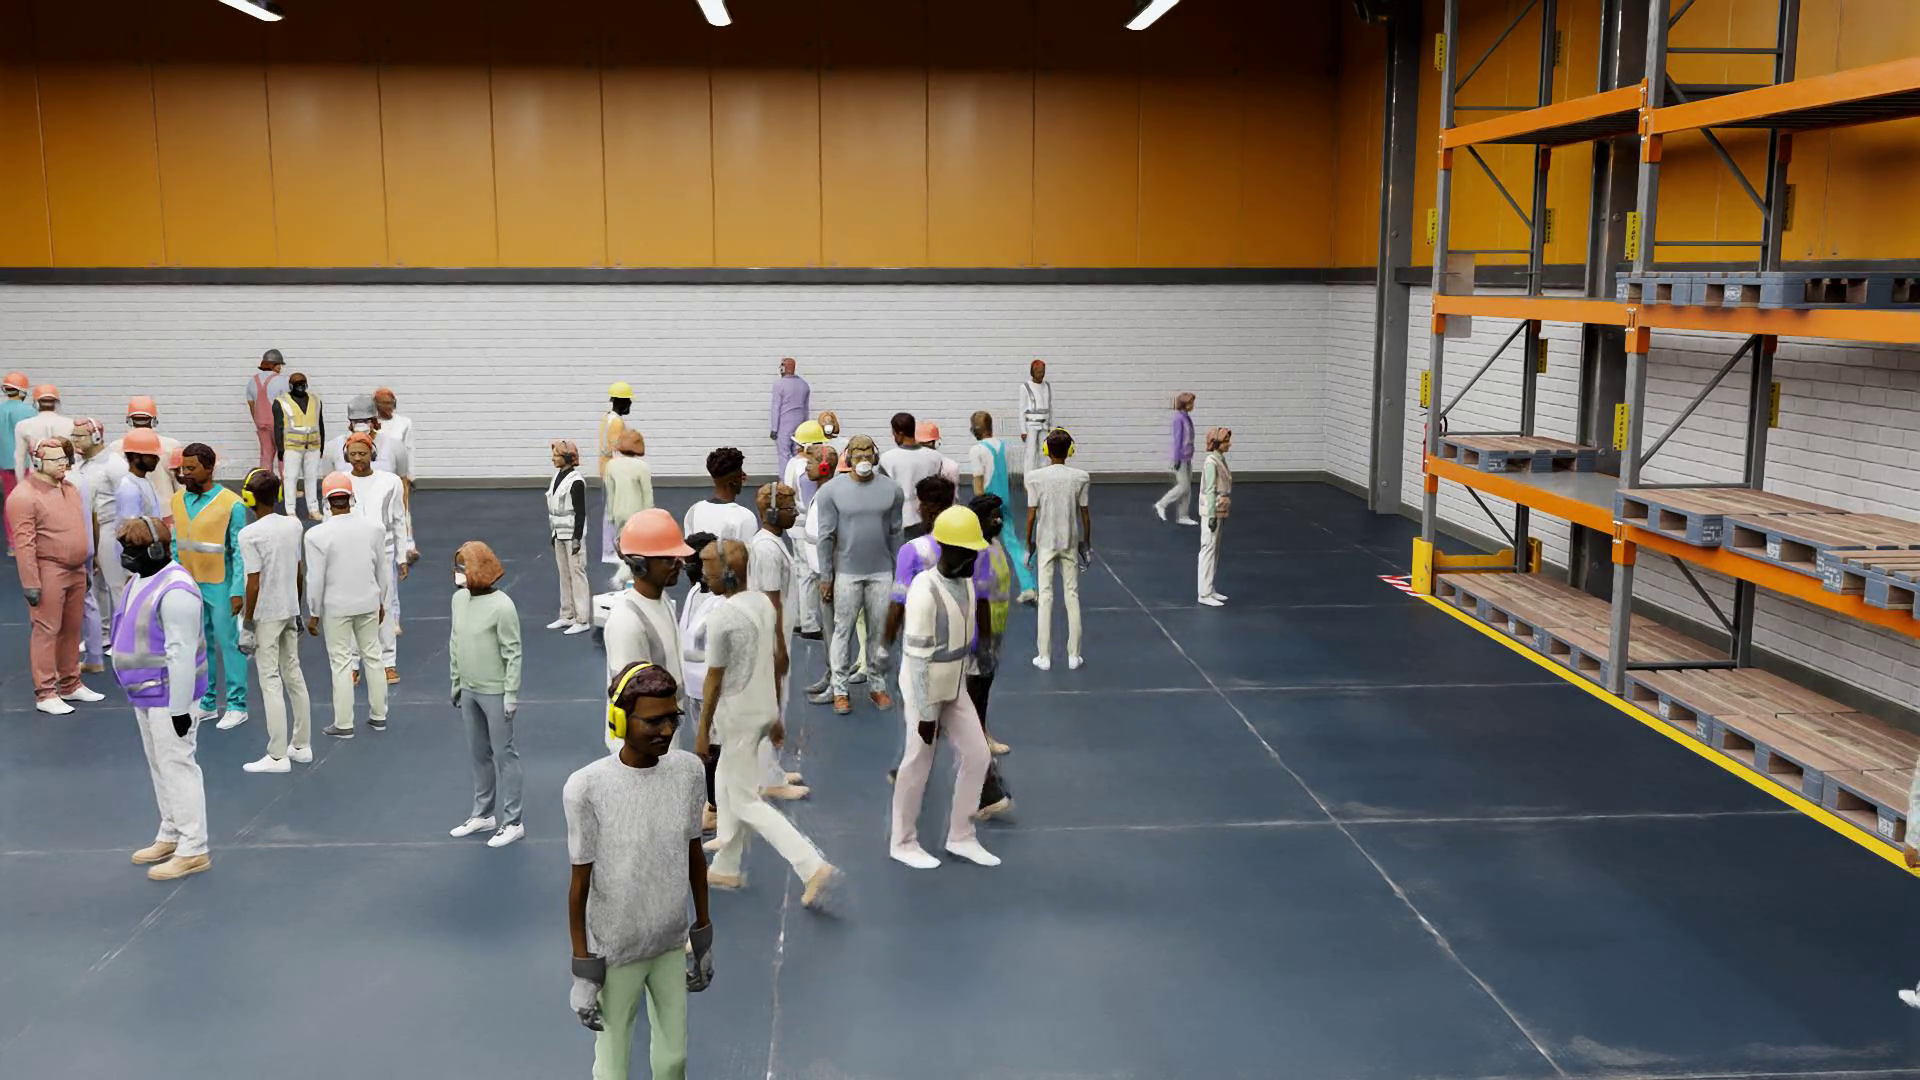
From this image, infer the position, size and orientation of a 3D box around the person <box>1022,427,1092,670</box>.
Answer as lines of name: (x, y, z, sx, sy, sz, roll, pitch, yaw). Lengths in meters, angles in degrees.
person: (0.746, 0.066, 12.779, 0.535, 1.869, 0.312, -1, 9, -4)

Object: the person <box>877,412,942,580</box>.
person: (-0.415, -0.133, 13.973, 0.605, 1.889, 0.630, -6, 11, -32)

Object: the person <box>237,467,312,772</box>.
person: (-4.203, 0.487, 10.147, 0.328, 1.869, 0.512, 3, 9, 16)

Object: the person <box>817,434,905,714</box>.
person: (-0.677, 0.232, 11.520, 0.637, 1.938, 0.355, -3, 10, -20)

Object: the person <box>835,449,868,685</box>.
person: (-0.774, 0.193, 12.344, 0.342, 1.748, 0.573, -1, 9, -4)

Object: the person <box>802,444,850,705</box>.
person: (-0.918, 0.237, 11.775, 0.390, 1.848, 0.563, -2, 9, -10)

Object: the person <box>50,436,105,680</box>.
person: (-6.669, 0.135, 12.466, 0.347, 1.836, 0.518, 3, 9, 17)

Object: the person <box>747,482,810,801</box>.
person: (-1.065, 0.580, 9.628, 0.332, 1.844, 0.517, -2, 9, -13)

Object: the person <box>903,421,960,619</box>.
person: (-0.280, -0.168, 14.608, 0.562, 1.752, 0.327, 2, 9, 15)

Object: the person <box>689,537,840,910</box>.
person: (-0.964, 0.878, 7.925, 0.855, 1.809, 0.498, 3, 10, 20)

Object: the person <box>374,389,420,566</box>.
person: (-5.931, -0.641, 17.314, 0.605, 1.831, 0.989, -6, 11, -32)

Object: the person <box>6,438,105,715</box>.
person: (-6.267, 0.241, 11.566, 0.408, 1.906, 0.654, 1, 9, 5)

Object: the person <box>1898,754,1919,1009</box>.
person: (3.965, 1.155, 6.459, 0.496, 1.718, 0.791, -1, 9, -6)

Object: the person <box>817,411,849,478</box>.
person: (-1.366, -0.516, 17.163, 0.504, 1.636, 0.280, -1, 9, -6)

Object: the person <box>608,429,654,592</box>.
person: (-3.072, -0.208, 15.312, 0.500, 1.616, 0.541, 5, 10, 28)

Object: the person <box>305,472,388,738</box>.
person: (-4.031, 0.421, 10.928, 0.339, 1.746, 0.562, 8, 12, 42)

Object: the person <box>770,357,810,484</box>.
person: (-2.369, -1.564, 22.939, 0.404, 1.899, 0.633, 8, 12, 40)

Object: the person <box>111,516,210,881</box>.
person: (-4.028, 0.784, 8.399, 0.429, 1.836, 0.629, -8, 12, -41)

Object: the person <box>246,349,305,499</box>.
person: (-9.270, -1.582, 22.592, 0.672, 2.000, 0.536, 3, 9, 18)

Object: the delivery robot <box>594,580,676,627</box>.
delivery robot: (-2.629, 0.570, 13.435, 0.707, 0.478, 0.477, 7, 11, 36)

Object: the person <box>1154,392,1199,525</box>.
person: (2.650, -0.982, 20.109, 0.435, 1.622, 0.530, 4, 10, 21)

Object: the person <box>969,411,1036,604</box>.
person: (0.330, -0.301, 15.357, 0.561, 1.788, 0.999, -9, 13, -44)

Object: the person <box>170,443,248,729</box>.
person: (-5.022, 0.302, 11.147, 0.591, 1.920, 0.393, 3, 10, 18)

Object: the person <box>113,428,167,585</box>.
person: (-5.961, 0.141, 12.157, 0.404, 1.922, 0.558, -3, 10, -18)

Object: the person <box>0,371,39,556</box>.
person: (-10.117, -0.816, 17.928, 0.623, 1.992, 0.396, 0, 9, 1)

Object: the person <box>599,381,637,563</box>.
person: (-3.603, -0.714, 17.564, 0.423, 1.913, 0.602, -2, 9, -14)

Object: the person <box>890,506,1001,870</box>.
person: (-0.065, 0.756, 8.357, 0.717, 1.887, 0.612, 5, 10, 28)

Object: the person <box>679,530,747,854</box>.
person: (-1.311, 0.791, 8.760, 0.316, 1.698, 0.541, -5, 11, -31)

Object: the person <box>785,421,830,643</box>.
person: (-1.241, -0.072, 13.762, 0.404, 1.830, 0.603, -3, 10, -20)

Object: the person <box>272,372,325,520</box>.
person: (-8.088, -1.139, 20.434, 0.626, 1.843, 0.430, -9, 12, -43)

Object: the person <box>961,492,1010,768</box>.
person: (0.153, 0.546, 10.304, 0.315, 1.695, 0.541, 3, 9, 17)

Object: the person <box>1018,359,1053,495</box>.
person: (1.049, -1.539, 22.844, 0.586, 1.879, 0.356, -8, 12, -40)

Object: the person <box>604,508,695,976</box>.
person: (-1.314, 0.876, 7.151, 0.396, 2.044, 0.609, 0, 9, 3)

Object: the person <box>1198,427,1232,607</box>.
person: (2.345, -0.220, 15.297, 0.312, 1.639, 0.520, 3, 9, 17)

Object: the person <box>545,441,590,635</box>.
person: (-3.316, -0.027, 14.082, 0.308, 1.641, 0.514, -7, 12, -38)

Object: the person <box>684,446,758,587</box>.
person: (-1.453, 0.388, 10.446, 0.614, 1.965, 0.361, 8, 12, 39)

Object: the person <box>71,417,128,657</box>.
person: (-6.868, -0.026, 13.241, 0.643, 1.908, 0.399, 4, 10, 25)

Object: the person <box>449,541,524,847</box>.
person: (-2.528, 0.811, 8.841, 0.507, 1.632, 0.268, 7, 11, 36)

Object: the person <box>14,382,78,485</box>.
person: (-8.975, -0.573, 16.456, 0.621, 1.978, 0.679, -6, 11, -33)

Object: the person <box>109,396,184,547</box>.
person: (-6.978, -0.243, 14.326, 0.615, 1.994, 0.381, -5, 10, -27)

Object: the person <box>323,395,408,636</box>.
person: (-4.937, -0.191, 13.855, 0.673, 2.000, 0.536, -3, 10, -19)

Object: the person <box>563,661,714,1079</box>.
person: (-0.979, 1.286, 5.166, 0.509, 1.860, 0.333, -8, 12, -41)

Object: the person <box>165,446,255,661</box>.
person: (-5.820, 0.131, 12.874, 0.805, 1.717, 0.595, 0, 9, 3)

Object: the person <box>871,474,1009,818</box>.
person: (-0.062, 0.590, 9.427, 0.623, 1.913, 1.033, -9, 13, -44)

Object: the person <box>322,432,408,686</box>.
person: (-4.376, 0.142, 12.258, 0.583, 1.882, 0.339, -3, 10, -19)
